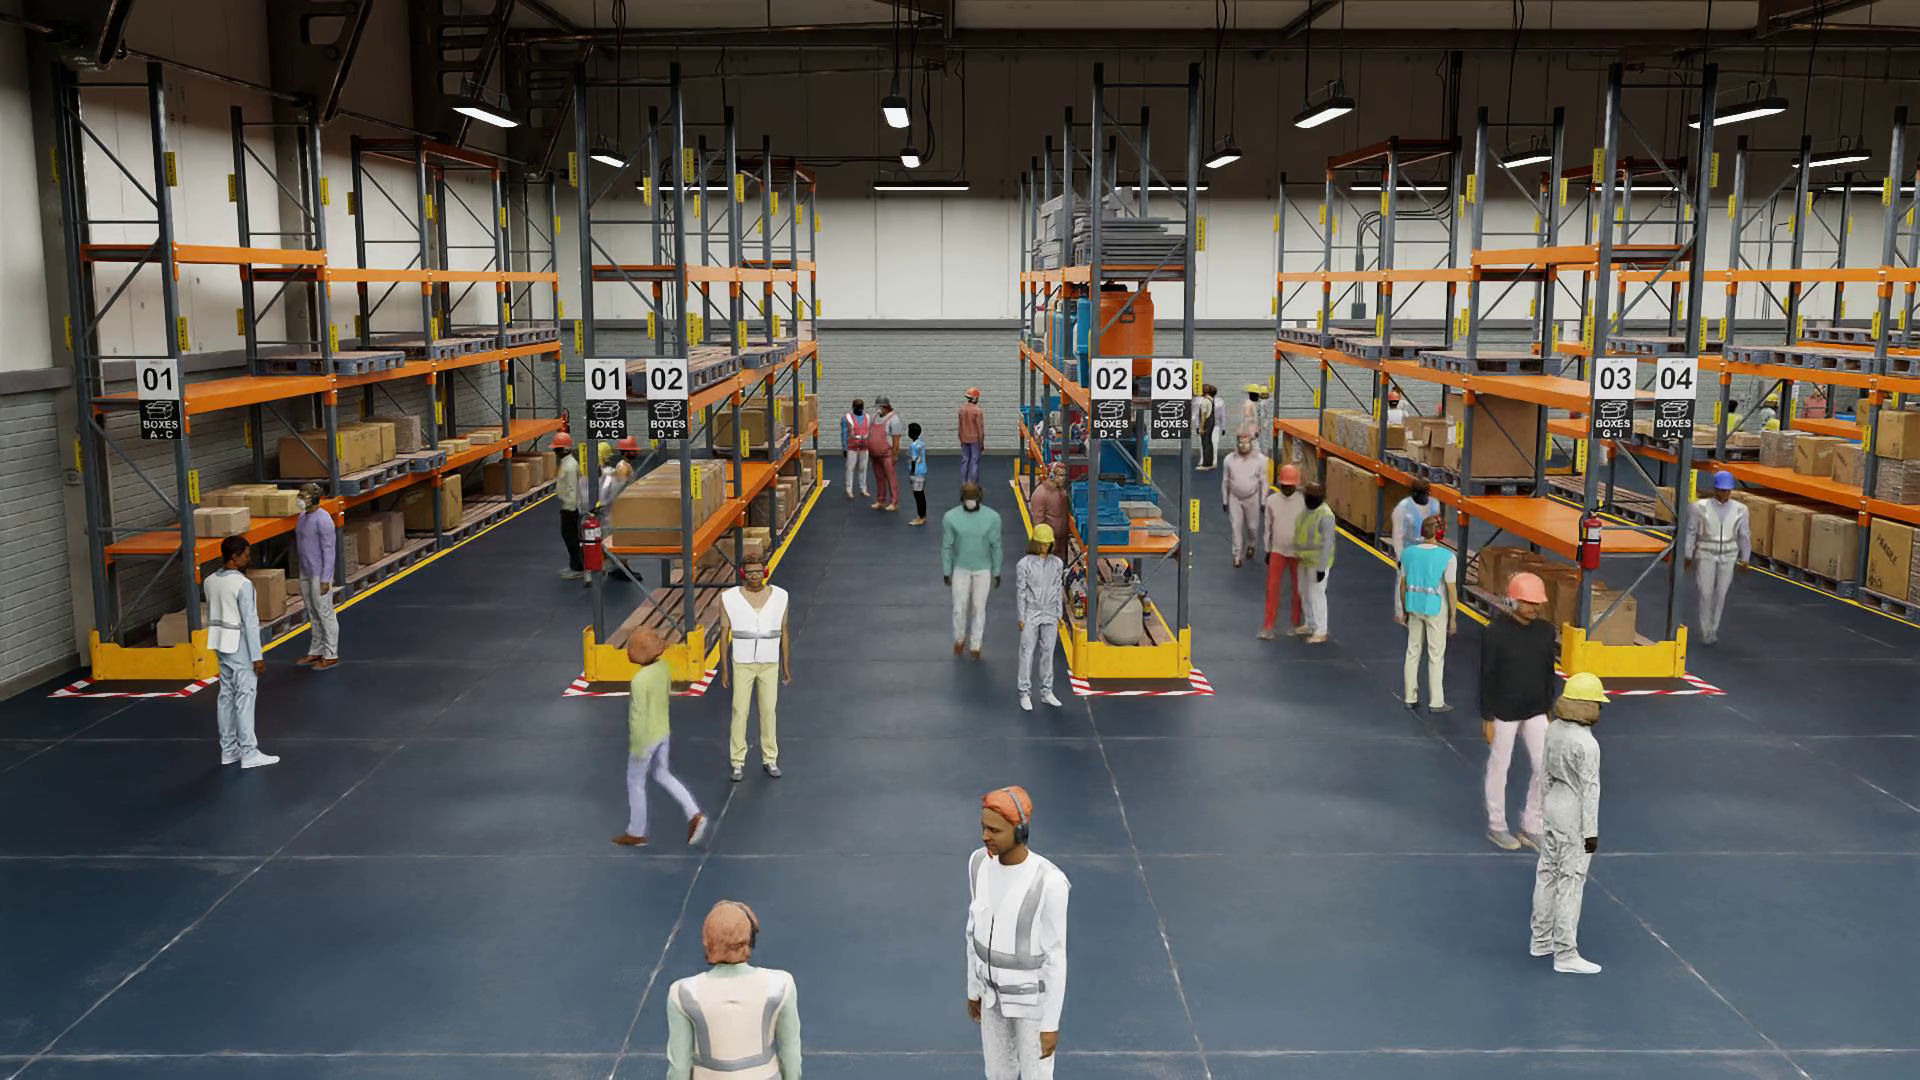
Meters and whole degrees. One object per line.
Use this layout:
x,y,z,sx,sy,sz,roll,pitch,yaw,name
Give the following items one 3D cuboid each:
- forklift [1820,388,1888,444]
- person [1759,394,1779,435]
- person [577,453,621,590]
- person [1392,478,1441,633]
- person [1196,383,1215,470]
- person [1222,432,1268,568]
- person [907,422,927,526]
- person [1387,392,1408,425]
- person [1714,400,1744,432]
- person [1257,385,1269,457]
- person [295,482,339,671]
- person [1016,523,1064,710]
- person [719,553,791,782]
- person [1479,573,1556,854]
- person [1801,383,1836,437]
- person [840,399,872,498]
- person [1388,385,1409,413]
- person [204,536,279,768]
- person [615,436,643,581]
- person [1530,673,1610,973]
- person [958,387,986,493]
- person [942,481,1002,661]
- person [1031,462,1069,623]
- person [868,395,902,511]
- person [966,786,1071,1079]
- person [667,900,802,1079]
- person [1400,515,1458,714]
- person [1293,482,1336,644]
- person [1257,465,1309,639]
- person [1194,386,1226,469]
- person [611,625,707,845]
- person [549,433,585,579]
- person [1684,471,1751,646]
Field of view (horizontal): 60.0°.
20.072,-3.110,36.462,1.873,2.768,1.129,0,9,0,forklift
16.319,-2.089,33.579,0.317,1.733,0.491,0,9,-1,person
-4.703,-0.285,21.773,0.594,1.801,0.782,2,9,12,person
5.201,0.172,18.912,0.636,1.770,0.967,-2,9,-13,person
5.209,-2.386,35.153,0.341,1.839,0.504,5,10,28,person
4.004,-0.584,23.408,0.645,1.887,0.744,2,9,12,person
-0.705,-1.079,27.218,0.322,1.690,0.532,1,9,9,person
8.107,-1.814,31.184,0.544,1.929,0.387,0,9,3,person
15.209,-1.944,32.948,0.566,1.637,0.908,5,10,28,person
6.530,-2.469,35.976,0.290,1.746,0.487,3,9,20,person
-6.636,0.367,17.115,0.629,1.940,0.373,8,12,43,person
0.754,0.708,15.546,0.486,1.745,0.295,-4,10,-26,person
-1.643,1.001,13.329,0.570,1.843,0.373,-3,9,-18,person
3.917,1.216,11.512,0.651,1.975,0.670,-2,9,-15,person
17.875,-2.341,34.680,0.647,1.900,0.402,7,11,38,person
-1.887,-1.686,30.632,0.633,1.841,0.429,-5,10,-27,person
9.021,-2.269,34.337,0.324,1.862,0.511,-7,11,-38,person
-5.945,0.918,13.654,0.587,1.913,0.391,6,11,33,person
-4.427,-0.423,22.198,0.379,1.938,0.547,-2,9,-12,person
3.556,1.624,9.659,0.321,1.740,0.491,-2,9,-11,person
0.232,-1.878,31.366,0.383,1.993,0.622,-9,12,-44,person
0.129,0.330,17.424,0.631,1.923,0.443,0,9,-2,person
1.090,0.027,19.462,0.401,1.894,0.654,6,11,34,person
-1.360,-1.528,28.976,0.535,2.000,0.679,-8,12,-42,person
0.231,1.957,7.085,0.346,1.879,0.576,-8,12,-42,person
-0.859,2.184,6.383,0.513,1.639,0.313,-2,9,-11,person
4.315,0.686,15.356,0.565,1.846,0.389,8,12,43,person
3.893,0.248,18.319,0.464,1.804,0.706,-2,9,-16,person
3.619,0.145,18.461,0.636,1.948,0.922,5,10,28,person
5.351,-2.420,35.628,0.651,1.779,0.878,2,9,15,person
-2.137,1.382,11.639,0.677,1.610,0.517,3,9,19,person
-5.287,-0.461,22.357,0.441,1.970,0.633,-4,10,-24,person
8.278,0.215,18.116,0.645,1.921,0.756,2,9,11,person
